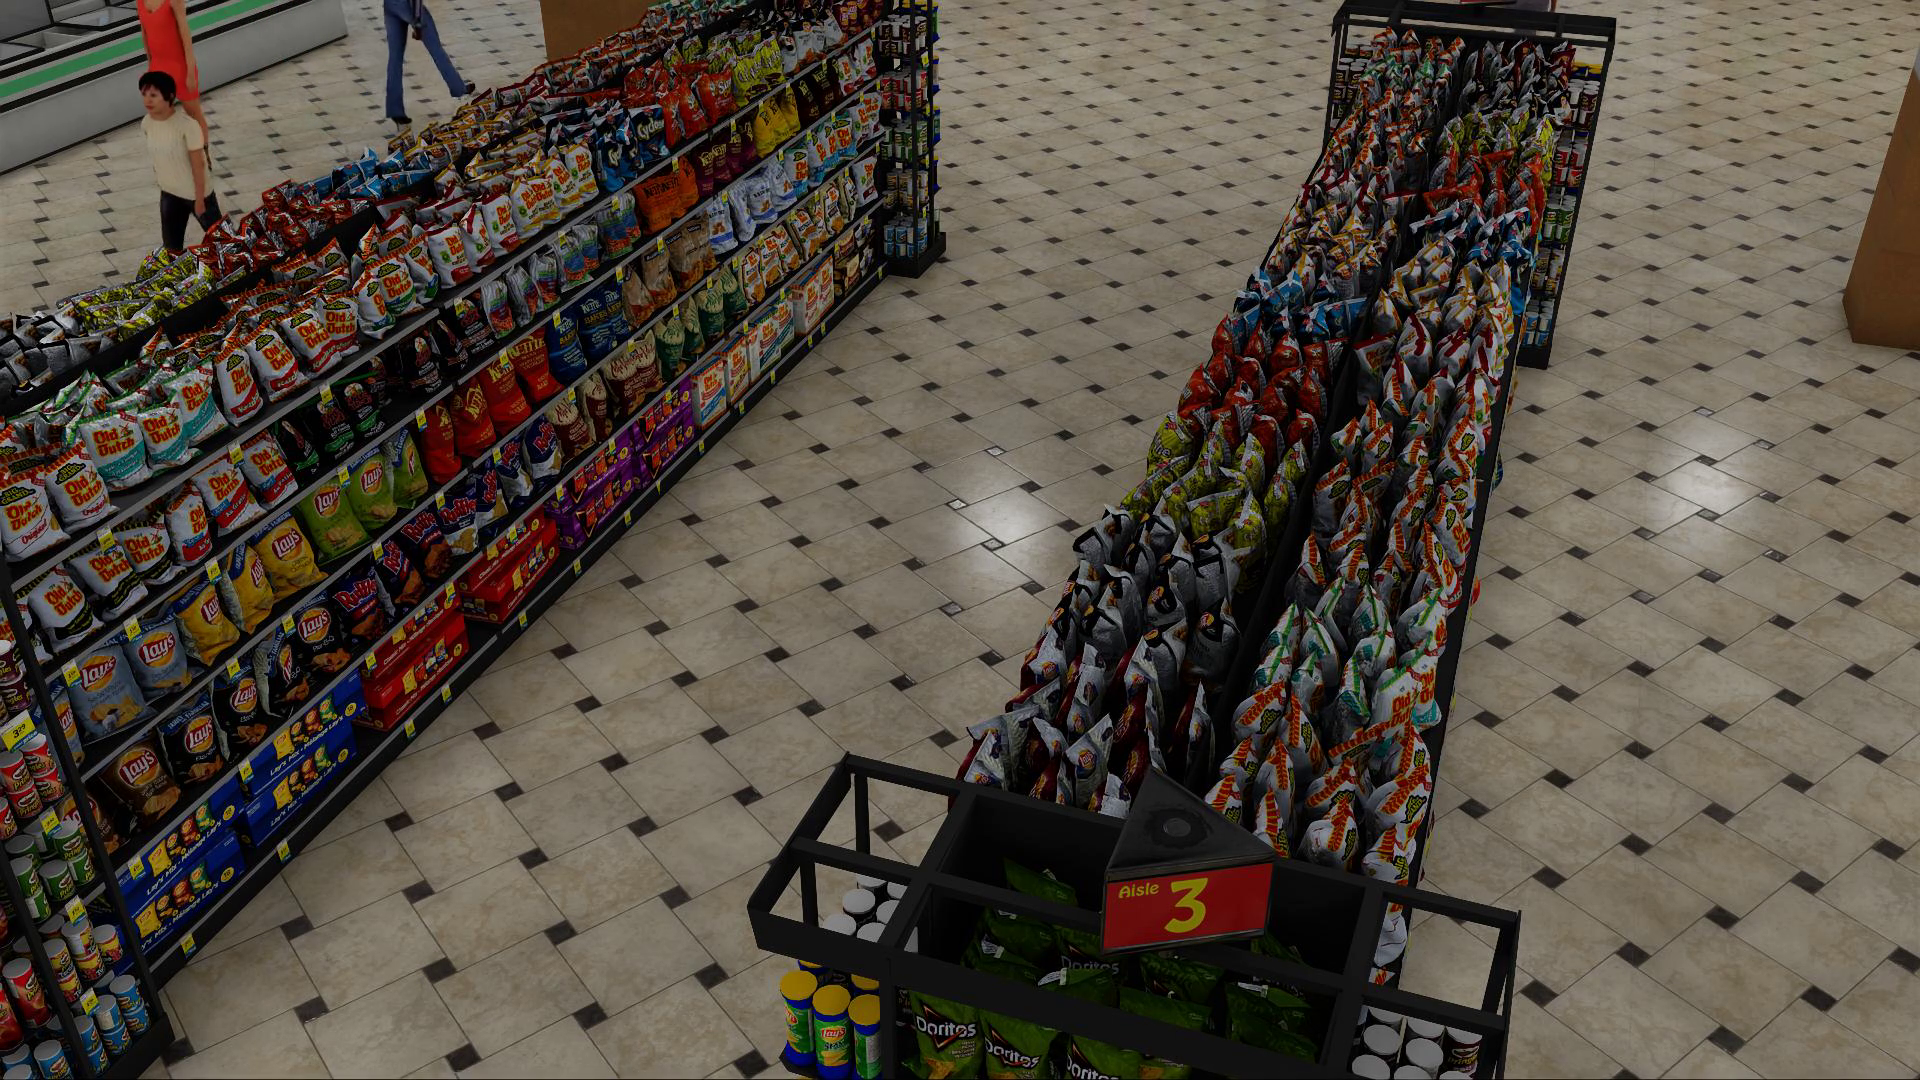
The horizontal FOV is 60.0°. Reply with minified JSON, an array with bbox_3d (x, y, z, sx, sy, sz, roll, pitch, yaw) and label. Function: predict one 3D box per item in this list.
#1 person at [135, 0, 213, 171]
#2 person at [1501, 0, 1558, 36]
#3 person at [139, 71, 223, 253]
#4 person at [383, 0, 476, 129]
[{"bbox_3d":[-5.995,-3.651,12.780,0.665,1.709,0.667,6,32,9],"label":"person"},{"bbox_3d":[4.763,-4.464,14.060,0.875,1.737,1.143,27,41,36],"label":"person"},{"bbox_3d":[-4.879,-2.223,10.634,0.643,1.551,0.997,9,33,14],"label":"person"},{"bbox_3d":[-4.648,-4.278,13.756,0.709,1.742,1.221,14,35,21],"label":"person"}]
